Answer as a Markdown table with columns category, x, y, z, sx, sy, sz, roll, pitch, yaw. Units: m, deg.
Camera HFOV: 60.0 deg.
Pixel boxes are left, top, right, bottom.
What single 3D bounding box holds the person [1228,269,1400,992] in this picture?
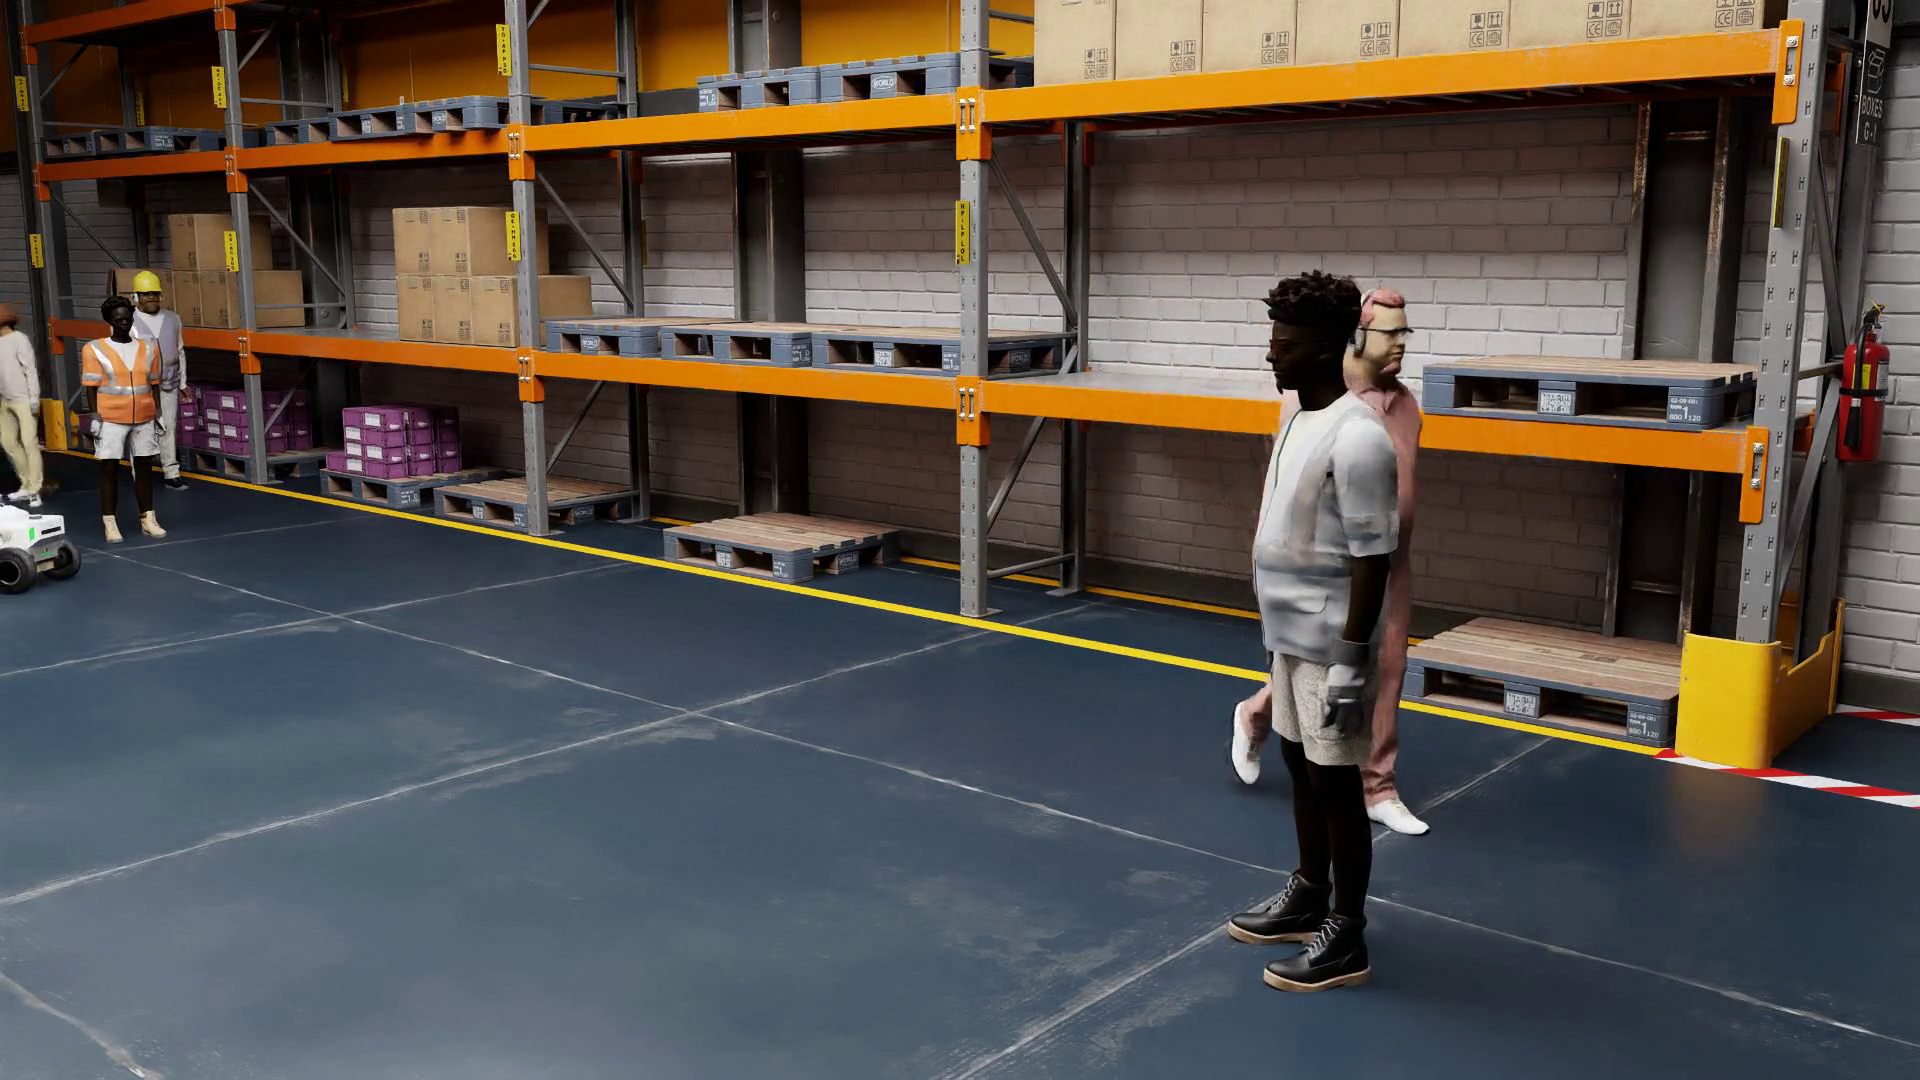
| category | x | y | z | sx | sy | sz | roll | pitch | yaw |
| --- | --- | --- | --- | --- | --- | --- | --- | --- | --- |
| person | 0.977 | 0.250 | 4.568 | 0.362 | 1.963 | 0.613 | -1 | 10 | -6 |

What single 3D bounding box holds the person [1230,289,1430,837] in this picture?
| category | x | y | z | sx | sy | sz | roll | pitch | yaw |
| --- | --- | --- | --- | --- | --- | --- | --- | --- | --- |
| person | 1.337 | 0.063 | 5.850 | 0.653 | 1.887 | 0.709 | -7 | 12 | -33 |

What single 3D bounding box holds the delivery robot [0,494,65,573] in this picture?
| category | x | y | z | sx | sy | sz | roll | pitch | yaw |
| --- | --- | --- | --- | --- | --- | --- | --- | --- | --- |
| delivery robot | -5.753 | -0.033 | 9.931 | 0.707 | 0.478 | 0.477 | 1 | 10 | 6 |

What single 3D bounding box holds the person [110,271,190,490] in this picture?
| category | x | y | z | sx | sy | sz | roll | pitch | yaw |
| --- | --- | --- | --- | --- | --- | --- | --- | --- | --- |
| person | -6.685 | -1.302 | 13.784 | 0.404 | 1.835 | 0.586 | 9 | 13 | 41 |

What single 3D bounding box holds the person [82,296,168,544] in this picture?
| category | x | y | z | sx | sy | sz | roll | pitch | yaw |
| --- | --- | --- | --- | --- | --- | --- | --- | --- | --- |
| person | -5.768 | -0.834 | 11.507 | 0.321 | 1.697 | 0.530 | 9 | 13 | 41 |

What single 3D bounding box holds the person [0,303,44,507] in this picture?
| category | x | y | z | sx | sy | sz | roll | pitch | yaw |
| --- | --- | --- | --- | --- | --- | --- | --- | --- | --- |
| person | -7.432 | -1.060 | 13.094 | 0.591 | 1.598 | 0.341 | 5 | 11 | 28 |

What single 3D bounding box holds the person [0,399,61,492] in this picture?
| category | x | y | z | sx | sy | sz | roll | pitch | yaw |
| --- | --- | --- | --- | --- | --- | --- | --- | --- | --- |
| person | -7.959 | -1.269 | 13.461 | 0.637 | 1.898 | 1.009 | 8 | 13 | 37 |
